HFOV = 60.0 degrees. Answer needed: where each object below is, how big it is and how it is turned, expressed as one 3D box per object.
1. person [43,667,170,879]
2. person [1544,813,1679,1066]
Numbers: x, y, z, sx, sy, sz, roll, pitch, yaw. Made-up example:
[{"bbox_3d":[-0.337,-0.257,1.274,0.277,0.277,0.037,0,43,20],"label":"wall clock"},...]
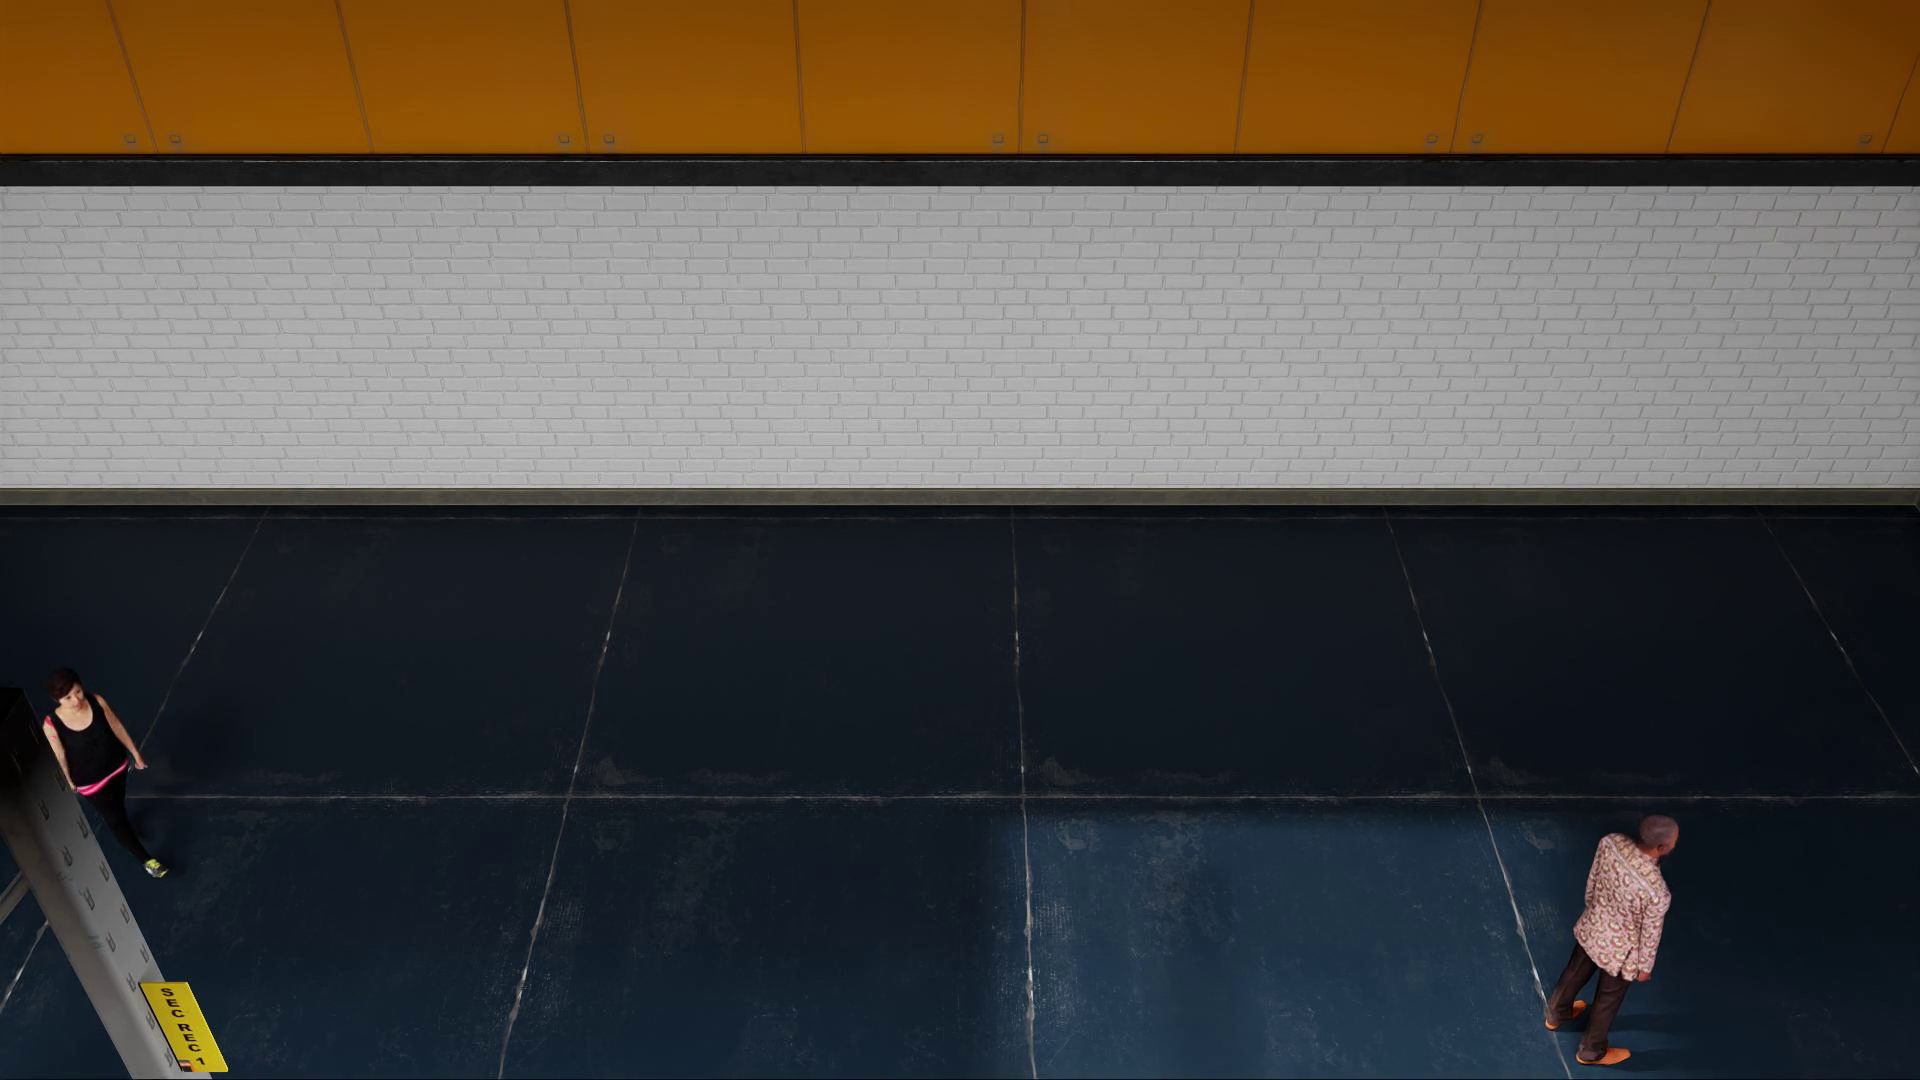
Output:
[{"bbox_3d":[-5.314,1.347,10.176,0.940,1.523,0.979,22,44,25],"label":"person"},{"bbox_3d":[3.523,2.137,8.958,0.821,1.811,0.662,-13,40,-16],"label":"person"}]
